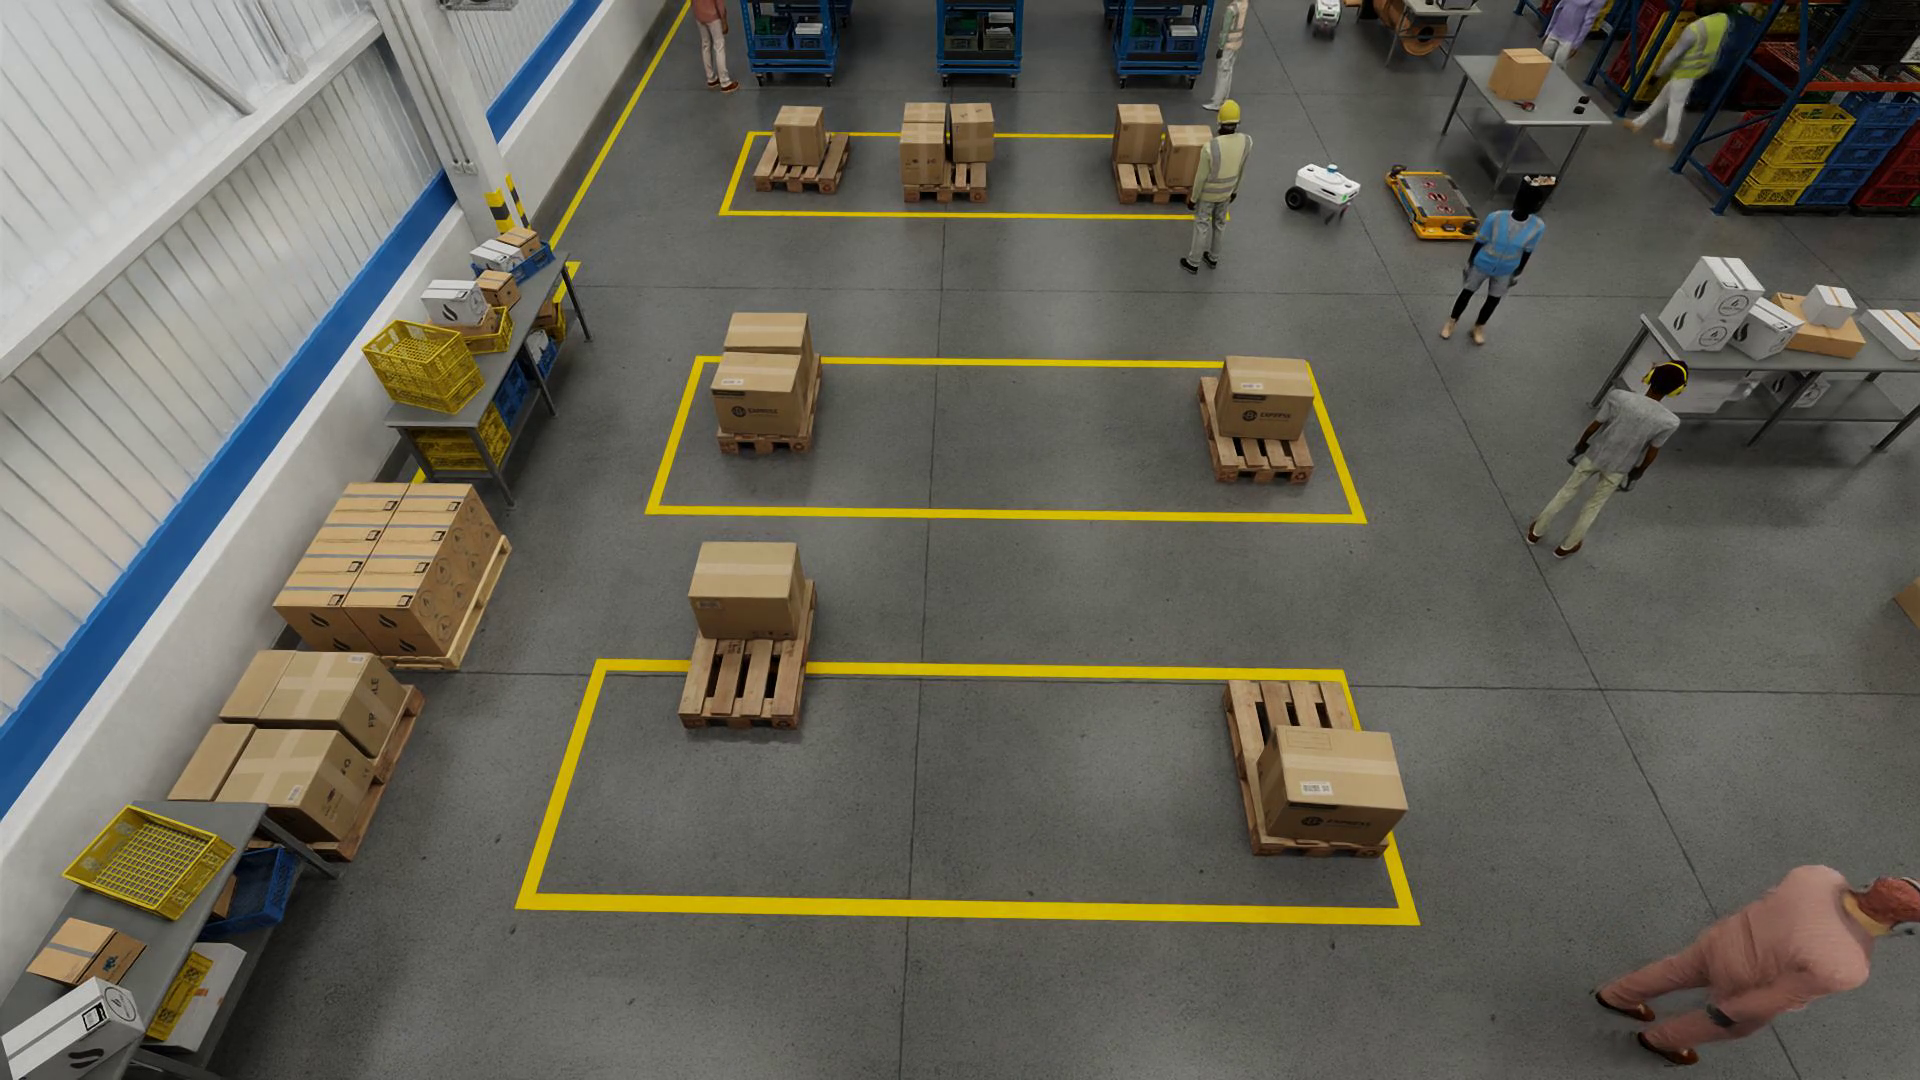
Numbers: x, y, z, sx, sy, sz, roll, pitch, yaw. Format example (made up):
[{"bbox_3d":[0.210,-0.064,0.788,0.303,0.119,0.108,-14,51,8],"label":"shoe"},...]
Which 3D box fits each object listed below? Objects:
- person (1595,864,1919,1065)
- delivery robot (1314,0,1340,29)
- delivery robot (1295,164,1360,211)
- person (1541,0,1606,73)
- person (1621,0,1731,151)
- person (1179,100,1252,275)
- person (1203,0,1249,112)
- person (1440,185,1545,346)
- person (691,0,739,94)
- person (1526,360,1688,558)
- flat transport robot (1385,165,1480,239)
[{"bbox_3d":[3.983,2.133,4.626,0.606,1.859,0.674,18,51,15],"label":"person"},{"bbox_3d":[5.851,-8.452,14.585,0.477,0.478,0.707,11,50,9],"label":"delivery robot"},{"bbox_3d":[4.373,-4.222,10.923,0.477,0.478,0.707,-35,58,-26],"label":"delivery robot"},{"bbox_3d":[8.063,-6.711,12.235,0.361,1.932,0.627,-13,50,-11],"label":"person"},{"bbox_3d":[9.207,-5.990,11.713,0.638,1.774,0.928,-20,52,-17],"label":"person"},{"bbox_3d":[2.686,-3.699,9.693,0.601,1.827,0.403,-17,51,-14],"label":"person"},{"bbox_3d":[3.652,-6.699,12.422,0.316,1.631,0.522,31,56,24],"label":"person"},{"bbox_3d":[5.163,-2.643,8.875,0.534,1.691,0.321,17,51,14],"label":"person"},{"bbox_3d":[-3.452,-7.280,12.695,0.608,1.987,0.402,25,54,20],"label":"person"},{"bbox_3d":[4.932,-0.592,6.984,0.328,1.862,0.509,-36,58,-27],"label":"person"},{"bbox_3d":[5.692,-4.094,11.059,0.652,0.197,1.431,1,49,1],"label":"flat transport robot"}]
